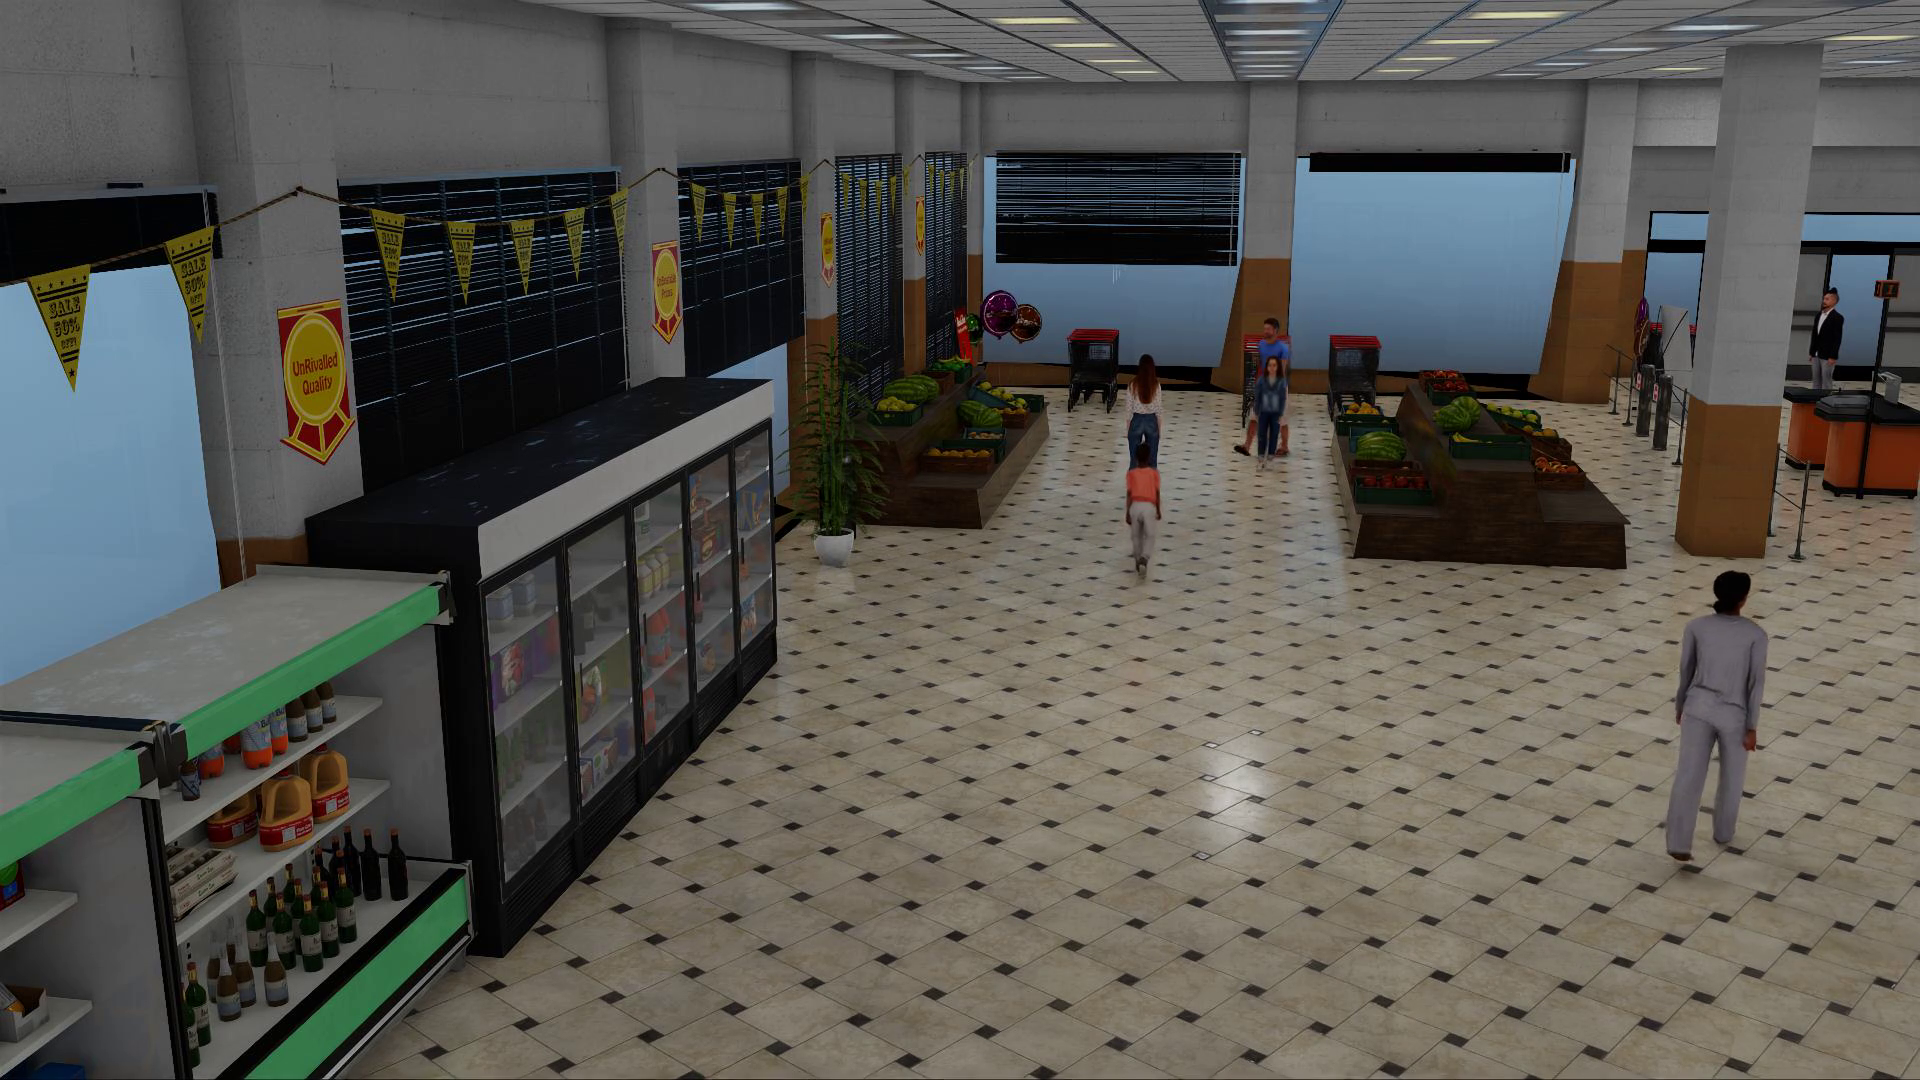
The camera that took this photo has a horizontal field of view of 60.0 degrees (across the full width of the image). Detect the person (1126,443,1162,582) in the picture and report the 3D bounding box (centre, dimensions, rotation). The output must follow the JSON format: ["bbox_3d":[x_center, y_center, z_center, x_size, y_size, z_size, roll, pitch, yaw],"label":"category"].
[{"bbox_3d":[1.753,-0.264,15.894,0.495,1.293,0.864,3,14,10],"label":"person"}]

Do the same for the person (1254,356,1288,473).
[{"bbox_3d":[3.950,-1.610,21.080,0.570,1.465,0.662,3,14,13],"label":"person"}]

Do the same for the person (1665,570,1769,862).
[{"bbox_3d":[4.347,1.046,9.613,0.983,1.709,1.206,10,17,37],"label":"person"}]

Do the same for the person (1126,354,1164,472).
[{"bbox_3d":[2.127,-1.294,19.221,0.590,1.727,0.533,1,14,5],"label":"person"}]

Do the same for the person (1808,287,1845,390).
[{"bbox_3d":[13.085,-2.843,25.136,0.840,1.948,0.682,-3,14,-11],"label":"person"}]

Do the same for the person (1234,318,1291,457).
[{"bbox_3d":[4.171,-1.985,21.880,1.259,1.816,1.076,-13,19,-42],"label":"person"}]
